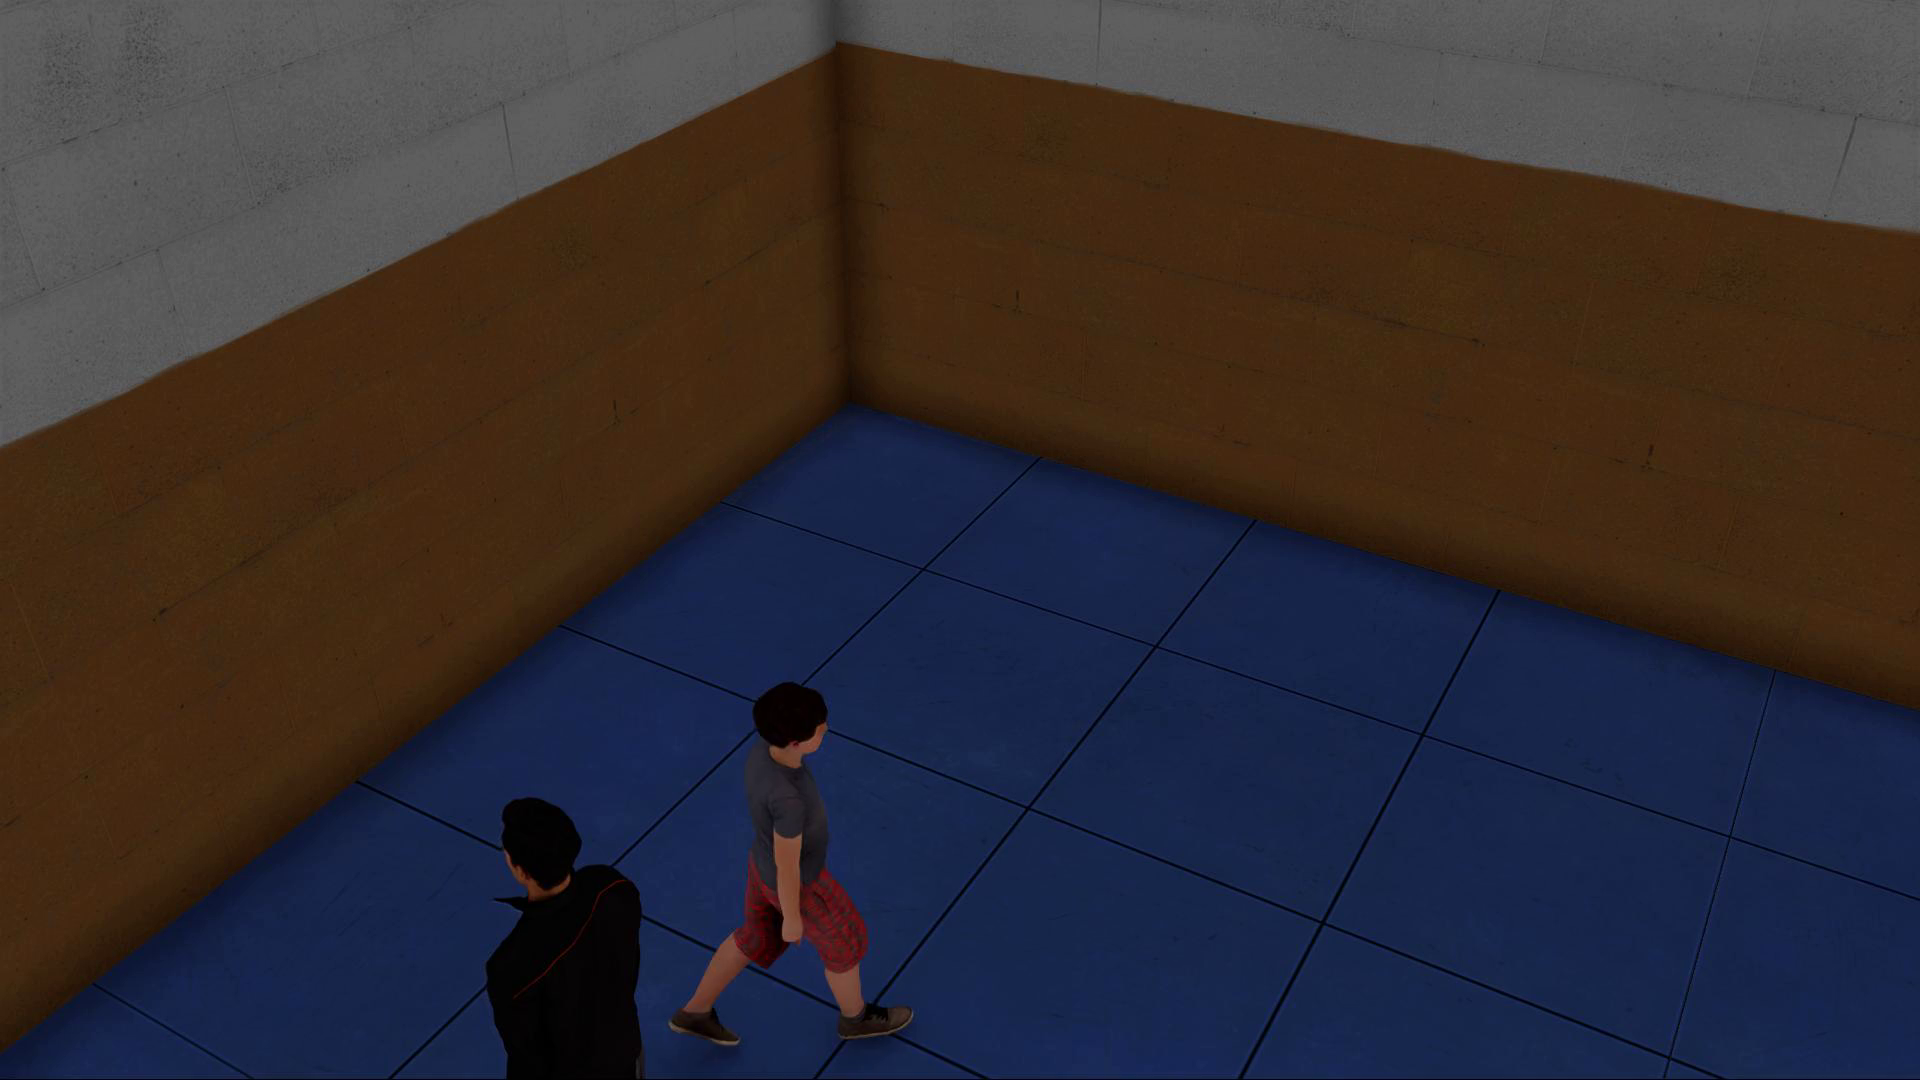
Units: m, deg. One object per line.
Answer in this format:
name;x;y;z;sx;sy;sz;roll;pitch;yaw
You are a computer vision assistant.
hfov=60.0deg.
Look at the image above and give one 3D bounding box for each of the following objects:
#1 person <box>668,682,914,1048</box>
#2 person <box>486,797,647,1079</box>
person;-0.669;1.176;5.711;1.142;1.623;1.071;-10;35;-14
person;-1.114;1.519;4.915;0.765;1.946;0.533;15;37;22
